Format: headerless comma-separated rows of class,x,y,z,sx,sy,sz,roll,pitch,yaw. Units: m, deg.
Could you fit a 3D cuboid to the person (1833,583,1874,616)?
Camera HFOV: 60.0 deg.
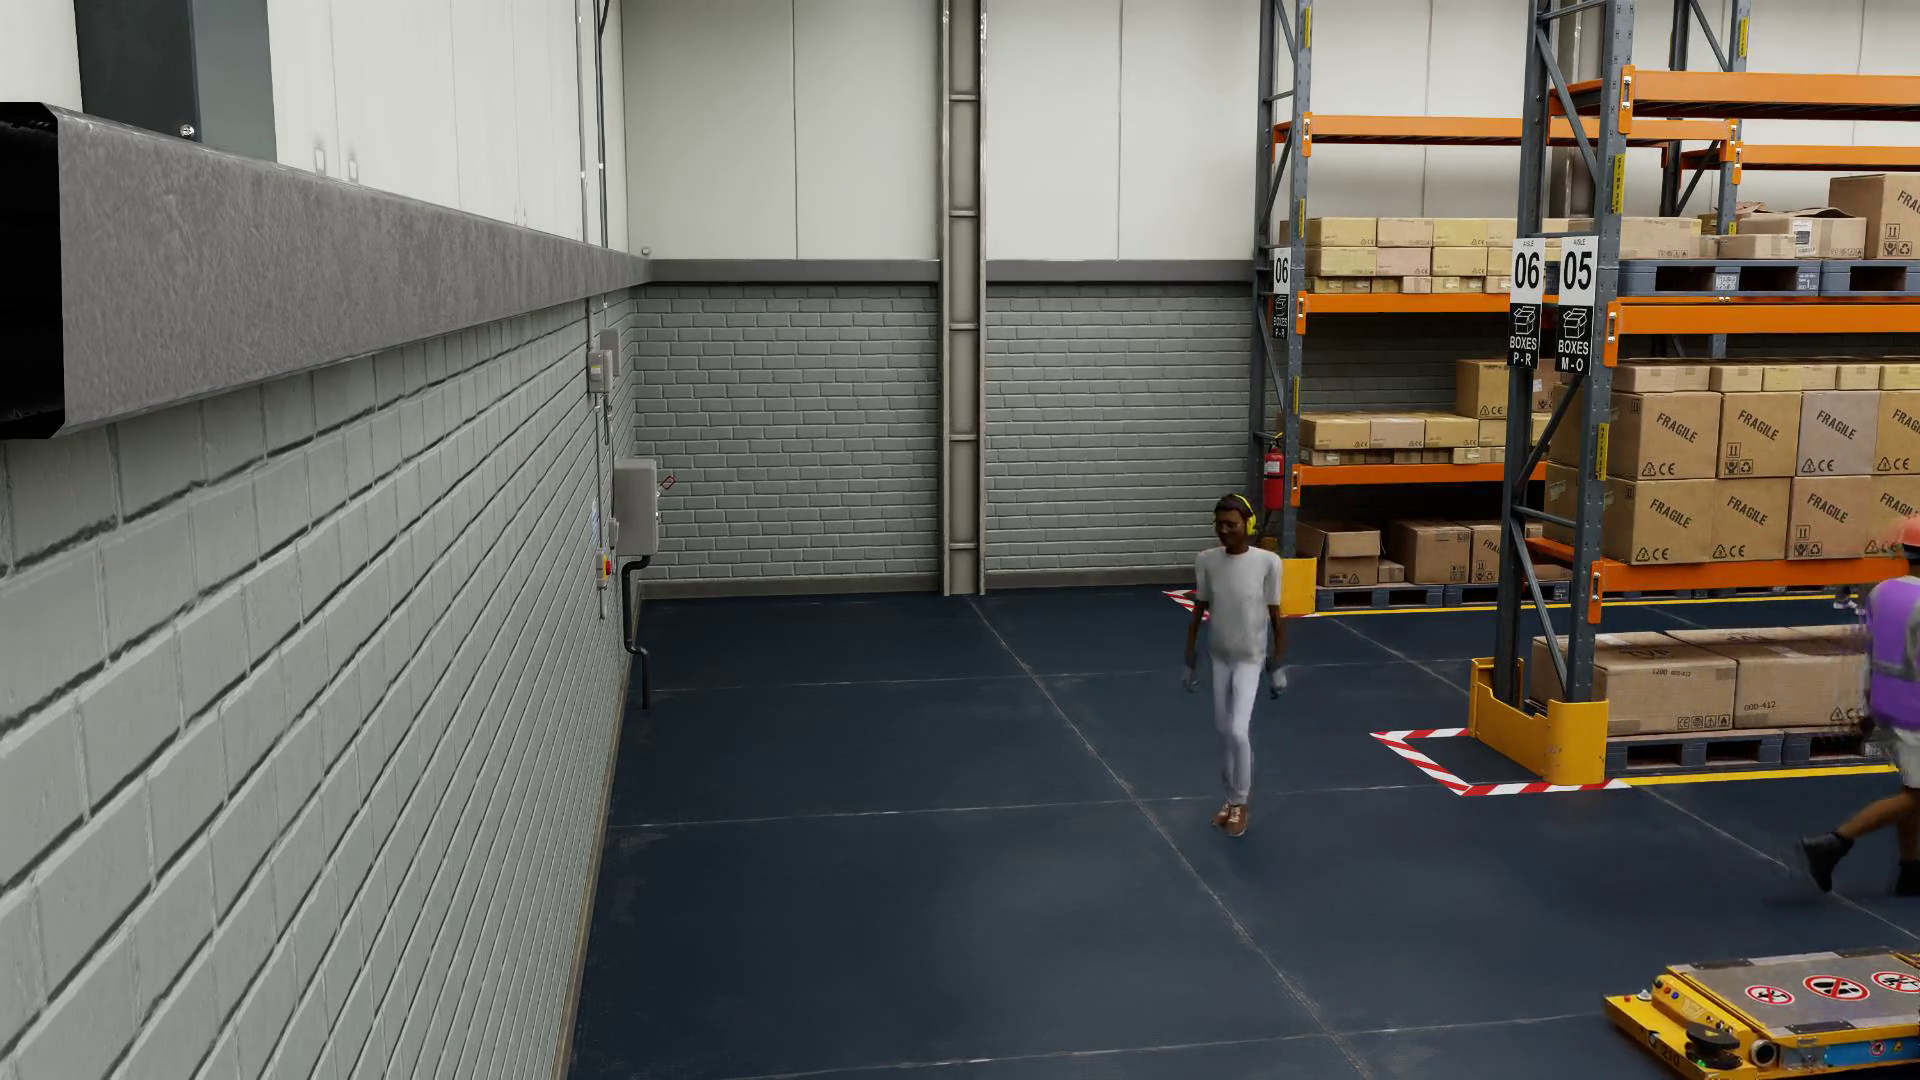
person,8.032,-0.287,14.655,0.401,1.918,0.580,-2,9,-12

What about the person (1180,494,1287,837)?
person,1.445,0.671,8.943,0.550,1.848,0.579,6,11,33

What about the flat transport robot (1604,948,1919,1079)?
flat transport robot,3.356,1.853,6.512,1.431,0.197,0.652,-2,9,-11

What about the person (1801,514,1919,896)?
person,4.453,0.802,7.934,0.778,1.910,0.544,0,9,-3
